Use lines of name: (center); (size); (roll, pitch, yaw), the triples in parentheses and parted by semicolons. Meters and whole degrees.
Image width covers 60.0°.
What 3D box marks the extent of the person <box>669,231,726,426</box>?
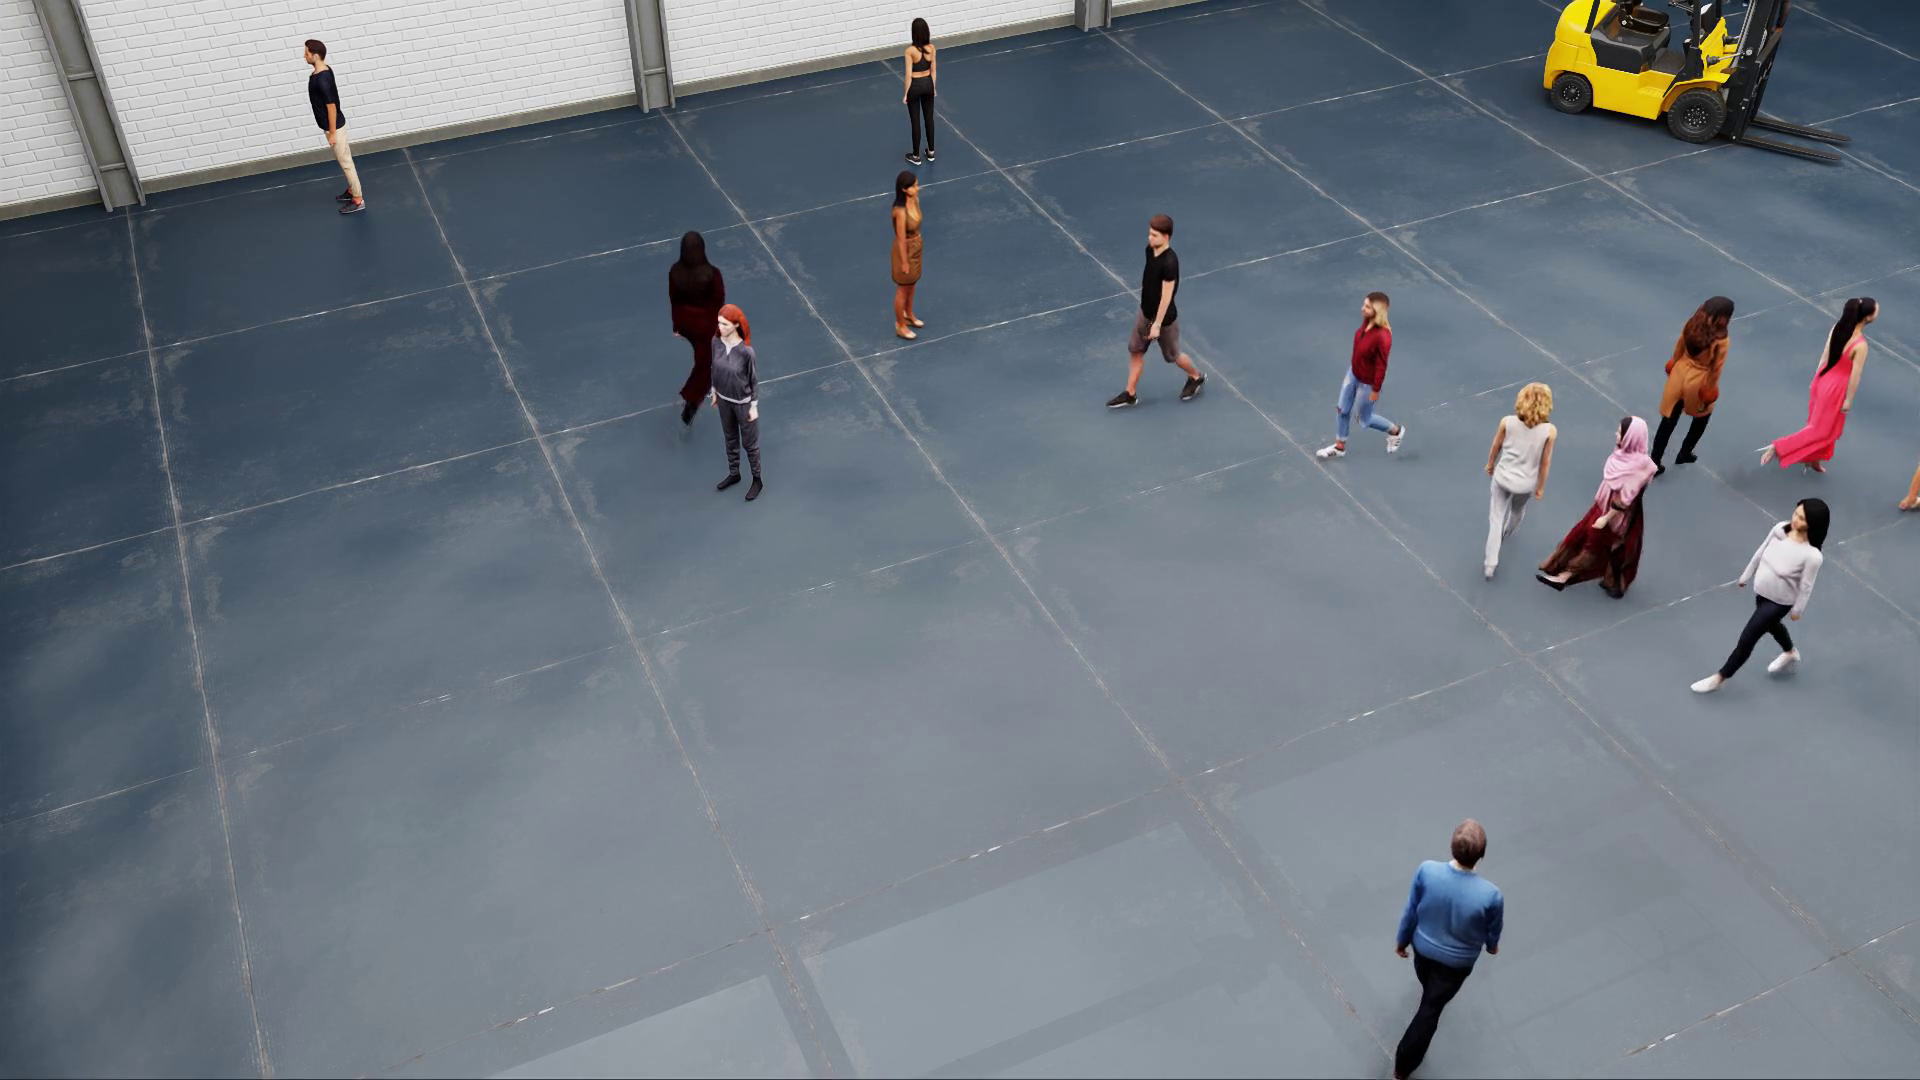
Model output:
person: (-2.284, -1.786, 14.410); (1.062, 1.713, 1.171); (16, 41, 19)

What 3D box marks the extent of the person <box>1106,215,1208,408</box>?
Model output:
person: (1.829, -1.987, 14.565); (1.182, 1.834, 0.671); (-16, 41, -20)

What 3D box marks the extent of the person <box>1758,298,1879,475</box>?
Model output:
person: (7.087, -1.210, 13.696); (1.034, 1.705, 0.744); (-6, 39, -7)

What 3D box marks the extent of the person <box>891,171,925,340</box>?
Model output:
person: (-0.494, -2.670, 15.538); (0.690, 1.687, 0.631); (13, 40, 16)

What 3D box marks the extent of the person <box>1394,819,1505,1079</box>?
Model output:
person: (2.659, 2.315, 9.234); (1.009, 1.764, 1.240); (25, 45, 28)

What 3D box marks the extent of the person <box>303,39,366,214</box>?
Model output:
person: (-6.601, -4.380, 17.541); (0.530, 1.859, 0.645); (-14, 41, -16)

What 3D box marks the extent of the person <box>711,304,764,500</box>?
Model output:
person: (-1.820, -1.137, 13.544); (0.657, 1.779, 0.680); (20, 43, 23)

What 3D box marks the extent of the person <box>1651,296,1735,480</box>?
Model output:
person: (5.956, -1.219, 13.709); (0.860, 1.702, 0.797); (-25, 45, -28)

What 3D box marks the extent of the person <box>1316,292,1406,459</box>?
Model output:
person: (3.463, -1.350, 13.945); (1.007, 1.612, 0.724); (-8, 39, -10)

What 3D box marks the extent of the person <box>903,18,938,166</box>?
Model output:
person: (-0.439, -4.993, 18.482); (0.431, 1.643, 0.632); (-18, 42, -21)

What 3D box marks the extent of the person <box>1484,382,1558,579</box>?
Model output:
person: (4.238, -0.426, 12.772); (1.017, 1.632, 1.102); (15, 41, 18)

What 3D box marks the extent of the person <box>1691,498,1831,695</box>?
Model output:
person: (5.822, 0.382, 11.735); (1.176, 1.663, 0.778); (-9, 39, -11)

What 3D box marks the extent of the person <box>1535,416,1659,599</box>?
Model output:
person: (5.038, -0.225, 12.532); (1.134, 1.618, 0.835); (-4, 39, -5)
